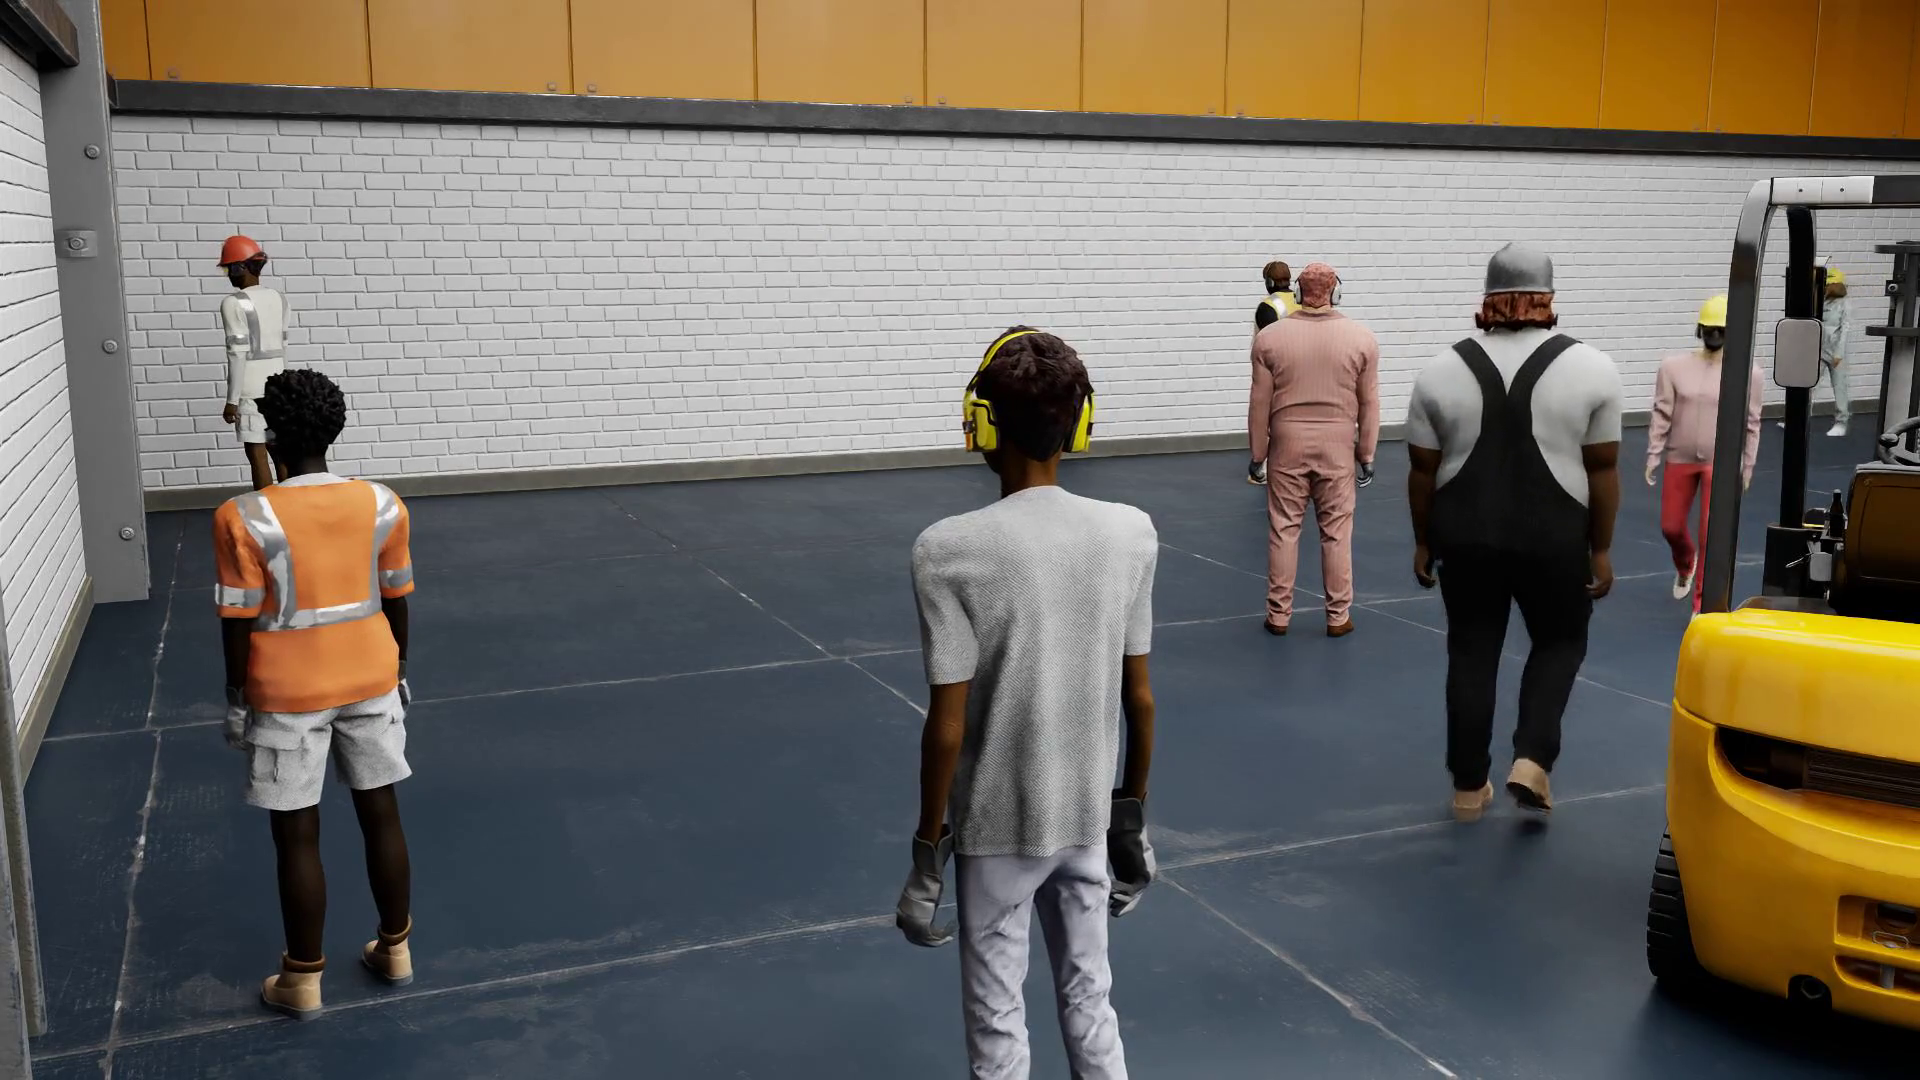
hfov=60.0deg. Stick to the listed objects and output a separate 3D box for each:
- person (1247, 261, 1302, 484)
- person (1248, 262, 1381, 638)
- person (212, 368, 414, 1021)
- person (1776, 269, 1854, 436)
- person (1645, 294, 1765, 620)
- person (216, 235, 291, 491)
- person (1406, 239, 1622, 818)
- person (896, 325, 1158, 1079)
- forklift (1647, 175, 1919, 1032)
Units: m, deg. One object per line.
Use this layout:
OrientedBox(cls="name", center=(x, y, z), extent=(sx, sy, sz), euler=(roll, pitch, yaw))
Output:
OrientedBox(cls="person", center=(2.609, -1.374, 13.741), extent=(0.430, 1.839, 0.619), euler=(9, 14, 41))
OrientedBox(cls="person", center=(1.793, -0.452, 8.464), extent=(0.654, 1.905, 0.408), euler=(2, 10, 11))
OrientedBox(cls="person", center=(-1.675, 0.398, 4.376), extent=(0.318, 1.691, 0.529), euler=(9, 14, 40))
OrientedBox(cls="person", center=(8.777, -1.889, 16.907), extent=(0.888, 1.696, 0.495), euler=(-5, 11, -23))
OrientedBox(cls="person", center=(3.921, -0.425, 8.754), extent=(0.533, 1.743, 0.665), euler=(7, 12, 33))
OrientedBox(cls="person", center=(-4.725, -1.005, 11.140), extent=(0.375, 2.042, 0.608), euler=(2, 10, 11))
OrientedBox(cls="person", center=(1.910, -0.030, 5.768), extent=(0.707, 2.000, 0.536), euler=(5, 12, 27))
OrientedBox(cls="person", center=(0.126, 0.548, 3.055), extent=(0.533, 1.868, 0.310), euler=(-6, 12, -28))
OrientedBox(cls="forklift", center=(2.810, 0.094, 4.662), extent=(1.214, 2.155, 2.313), euler=(7, 12, 34))
